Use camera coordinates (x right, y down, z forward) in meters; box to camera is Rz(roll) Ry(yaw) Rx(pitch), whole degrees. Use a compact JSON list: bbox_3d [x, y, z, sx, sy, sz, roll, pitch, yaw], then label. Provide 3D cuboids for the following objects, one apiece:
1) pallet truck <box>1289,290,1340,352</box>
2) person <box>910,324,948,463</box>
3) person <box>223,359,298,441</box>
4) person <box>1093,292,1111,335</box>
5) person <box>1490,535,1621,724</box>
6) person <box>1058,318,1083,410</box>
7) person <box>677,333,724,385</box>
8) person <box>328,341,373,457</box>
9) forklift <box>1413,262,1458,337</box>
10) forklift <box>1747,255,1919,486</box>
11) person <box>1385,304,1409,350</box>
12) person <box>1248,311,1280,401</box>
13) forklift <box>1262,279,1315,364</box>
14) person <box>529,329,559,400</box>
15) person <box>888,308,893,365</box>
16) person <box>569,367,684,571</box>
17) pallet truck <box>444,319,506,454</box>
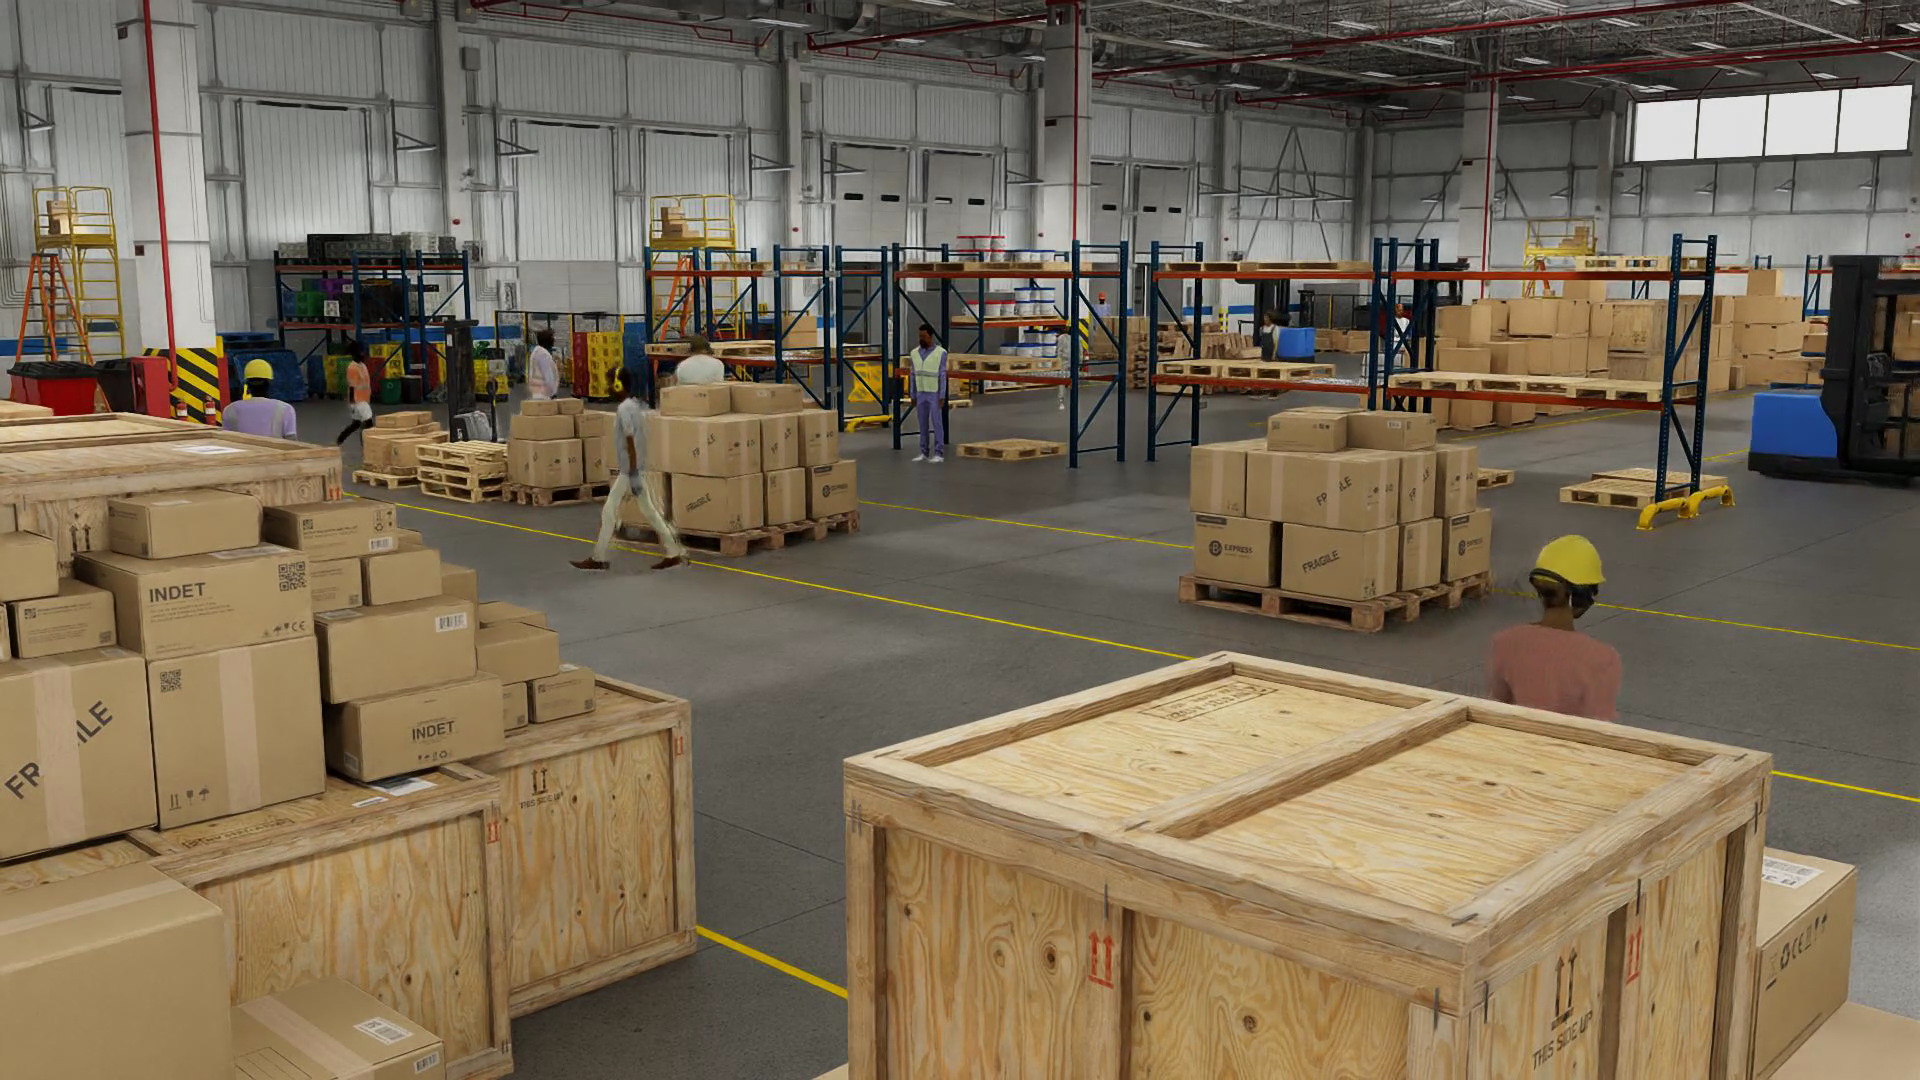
[{"bbox_3d":[11.297,-6.951,52.861,1.885,1.965,0.823,-5,11,-29],"label":"pallet truck"},{"bbox_3d":[-0.422,-2.009,22.853,0.584,1.911,0.391,6,11,32],"label":"person"},{"bbox_3d":[-5.737,-0.527,13.722,0.586,1.919,0.397,-1,9,-5],"label":"person"},{"bbox_3d":[4.380,-6.677,51.399,0.543,1.930,0.390,1,9,6],"label":"person"},{"bbox_3d":[2.070,0.851,5.756,0.481,1.747,0.552,-6,11,-33],"label":"person"},{"bbox_3d":[2.090,-3.322,31.424,0.486,1.738,0.319,-1,9,-7],"label":"person"},{"bbox_3d":[-2.984,-1.451,19.389,0.660,1.916,0.442,4,10,24],"label":"person"},{"bbox_3d":[-8.446,-1.950,23.194,0.789,1.666,0.532,-1,9,-6],"label":"person"},{"bbox_3d":[13.044,-6.163,45.331,1.129,2.768,1.873,1,9,4],"label":"forklift"},{"bbox_3d":[11.119,-2.175,20.881,1.873,2.768,1.129,9,13,43],"label":"forklift"},{"bbox_3d":[9.688,-4.281,36.849,0.576,1.882,0.355,-3,10,-18],"label":"person"},{"bbox_3d":[6.126,-3.671,33.314,0.877,1.813,0.513,-9,13,-43],"label":"person"},{"bbox_3d":[8.555,-6.090,44.881,1.873,2.768,1.129,9,13,43],"label":"forklift"},{"bbox_3d":[-6.033,-2.148,24.067,0.996,1.793,0.643,-3,10,-18],"label":"person"},{"bbox_3d":[-1.920,-5.323,44.007,0.313,1.634,0.515,2,9,11],"label":"person"},{"bbox_3d":[-2.912,-0.615,14.598,0.999,1.810,0.524,1,9,3],"label":"person"},{"bbox_3d":[-6.981,-1.942,22.150,1.885,1.965,0.823,1,9,9],"label":"pallet truck"}]
